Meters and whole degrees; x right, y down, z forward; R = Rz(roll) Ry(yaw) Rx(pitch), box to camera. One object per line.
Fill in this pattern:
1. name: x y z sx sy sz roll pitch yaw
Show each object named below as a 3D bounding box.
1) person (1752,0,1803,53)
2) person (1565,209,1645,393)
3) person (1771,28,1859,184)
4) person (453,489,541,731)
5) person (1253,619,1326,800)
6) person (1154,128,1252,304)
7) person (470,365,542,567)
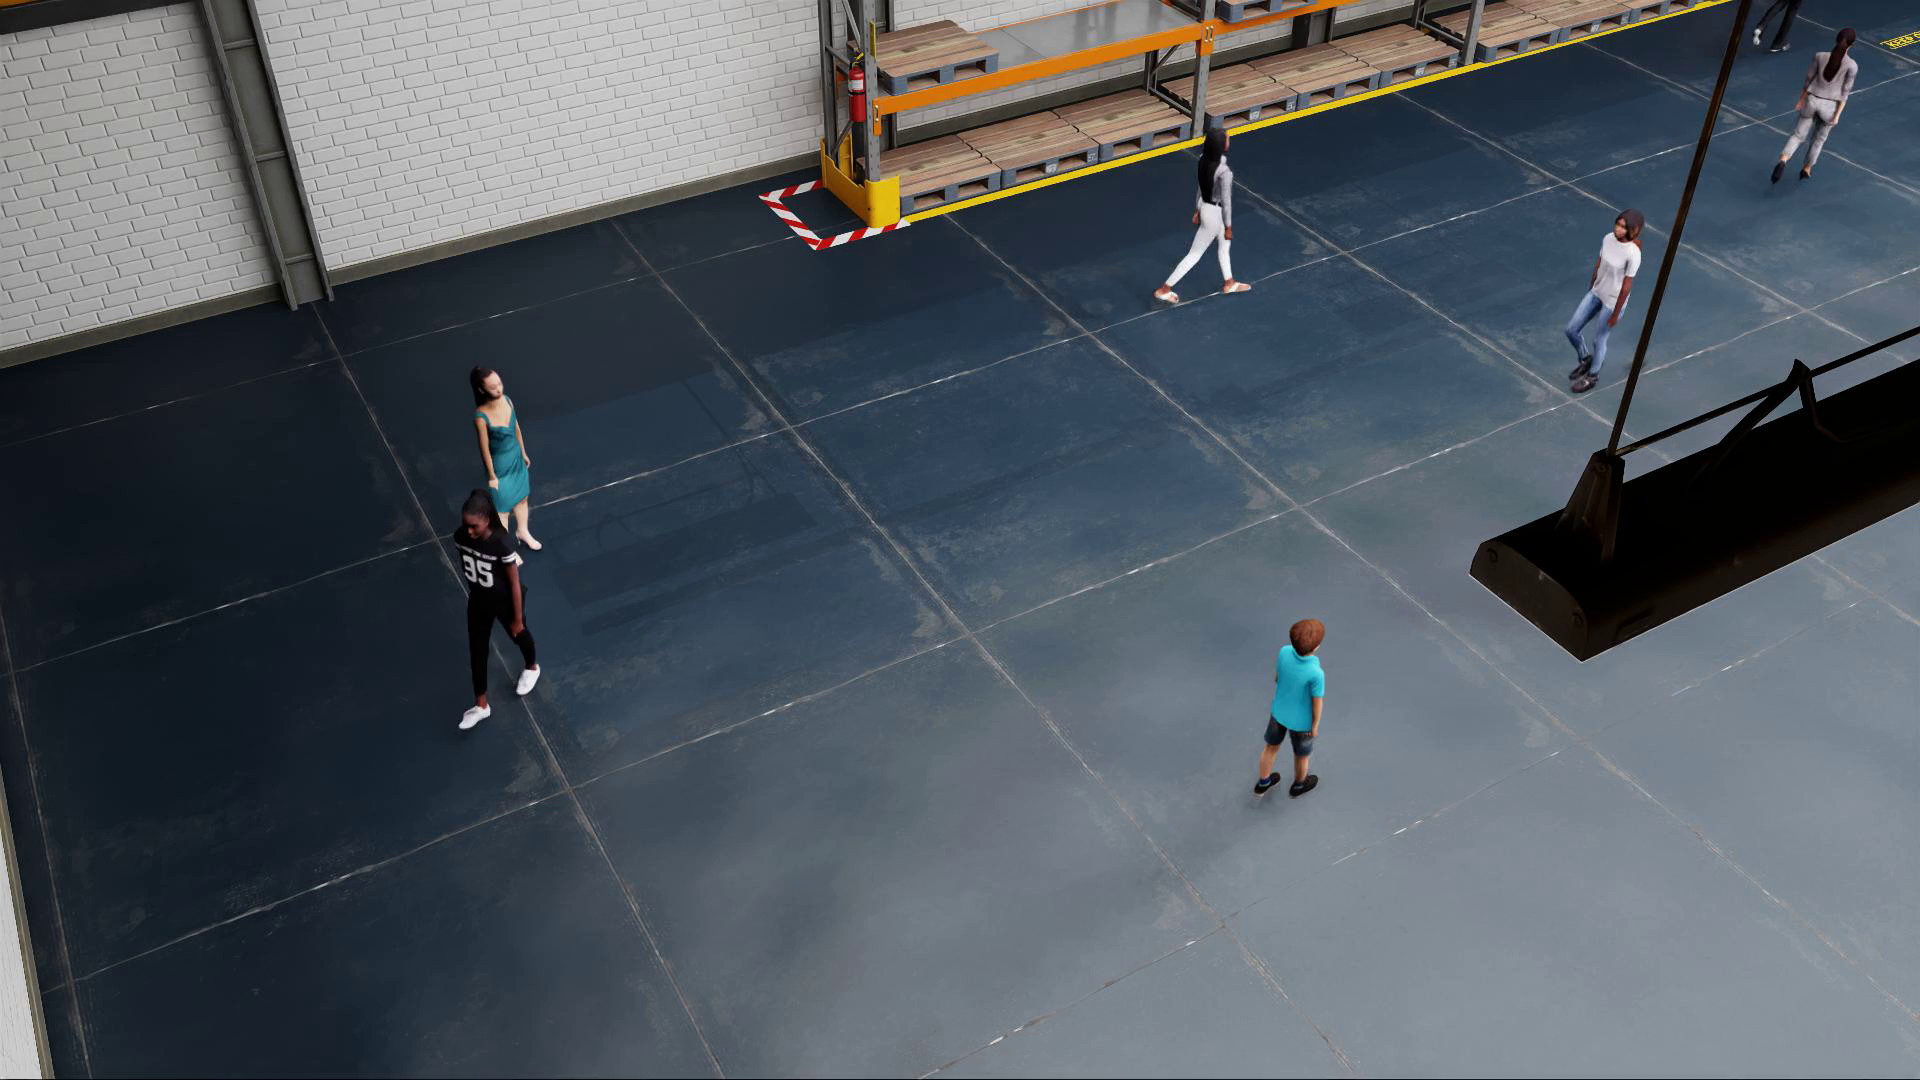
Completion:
1. person: 9.796 -6.606 19.614 0.855 1.778 0.623 -19 42 -22
2. person: 5.463 -2.005 13.904 0.659 1.715 0.653 -14 41 -17
3. person: 8.682 -4.343 16.878 1.053 1.656 0.775 -30 48 -32
4. person: -2.997 0.357 10.950 1.000 1.710 1.085 12 40 15
5. person: 2.051 1.055 10.284 0.674 1.450 0.591 -29 47 -31
6. person: 2.189 -2.874 15.020 1.275 1.680 0.845 -10 40 -12
7. person: -3.320 -0.541 12.097 0.674 1.682 0.585 16 41 19
